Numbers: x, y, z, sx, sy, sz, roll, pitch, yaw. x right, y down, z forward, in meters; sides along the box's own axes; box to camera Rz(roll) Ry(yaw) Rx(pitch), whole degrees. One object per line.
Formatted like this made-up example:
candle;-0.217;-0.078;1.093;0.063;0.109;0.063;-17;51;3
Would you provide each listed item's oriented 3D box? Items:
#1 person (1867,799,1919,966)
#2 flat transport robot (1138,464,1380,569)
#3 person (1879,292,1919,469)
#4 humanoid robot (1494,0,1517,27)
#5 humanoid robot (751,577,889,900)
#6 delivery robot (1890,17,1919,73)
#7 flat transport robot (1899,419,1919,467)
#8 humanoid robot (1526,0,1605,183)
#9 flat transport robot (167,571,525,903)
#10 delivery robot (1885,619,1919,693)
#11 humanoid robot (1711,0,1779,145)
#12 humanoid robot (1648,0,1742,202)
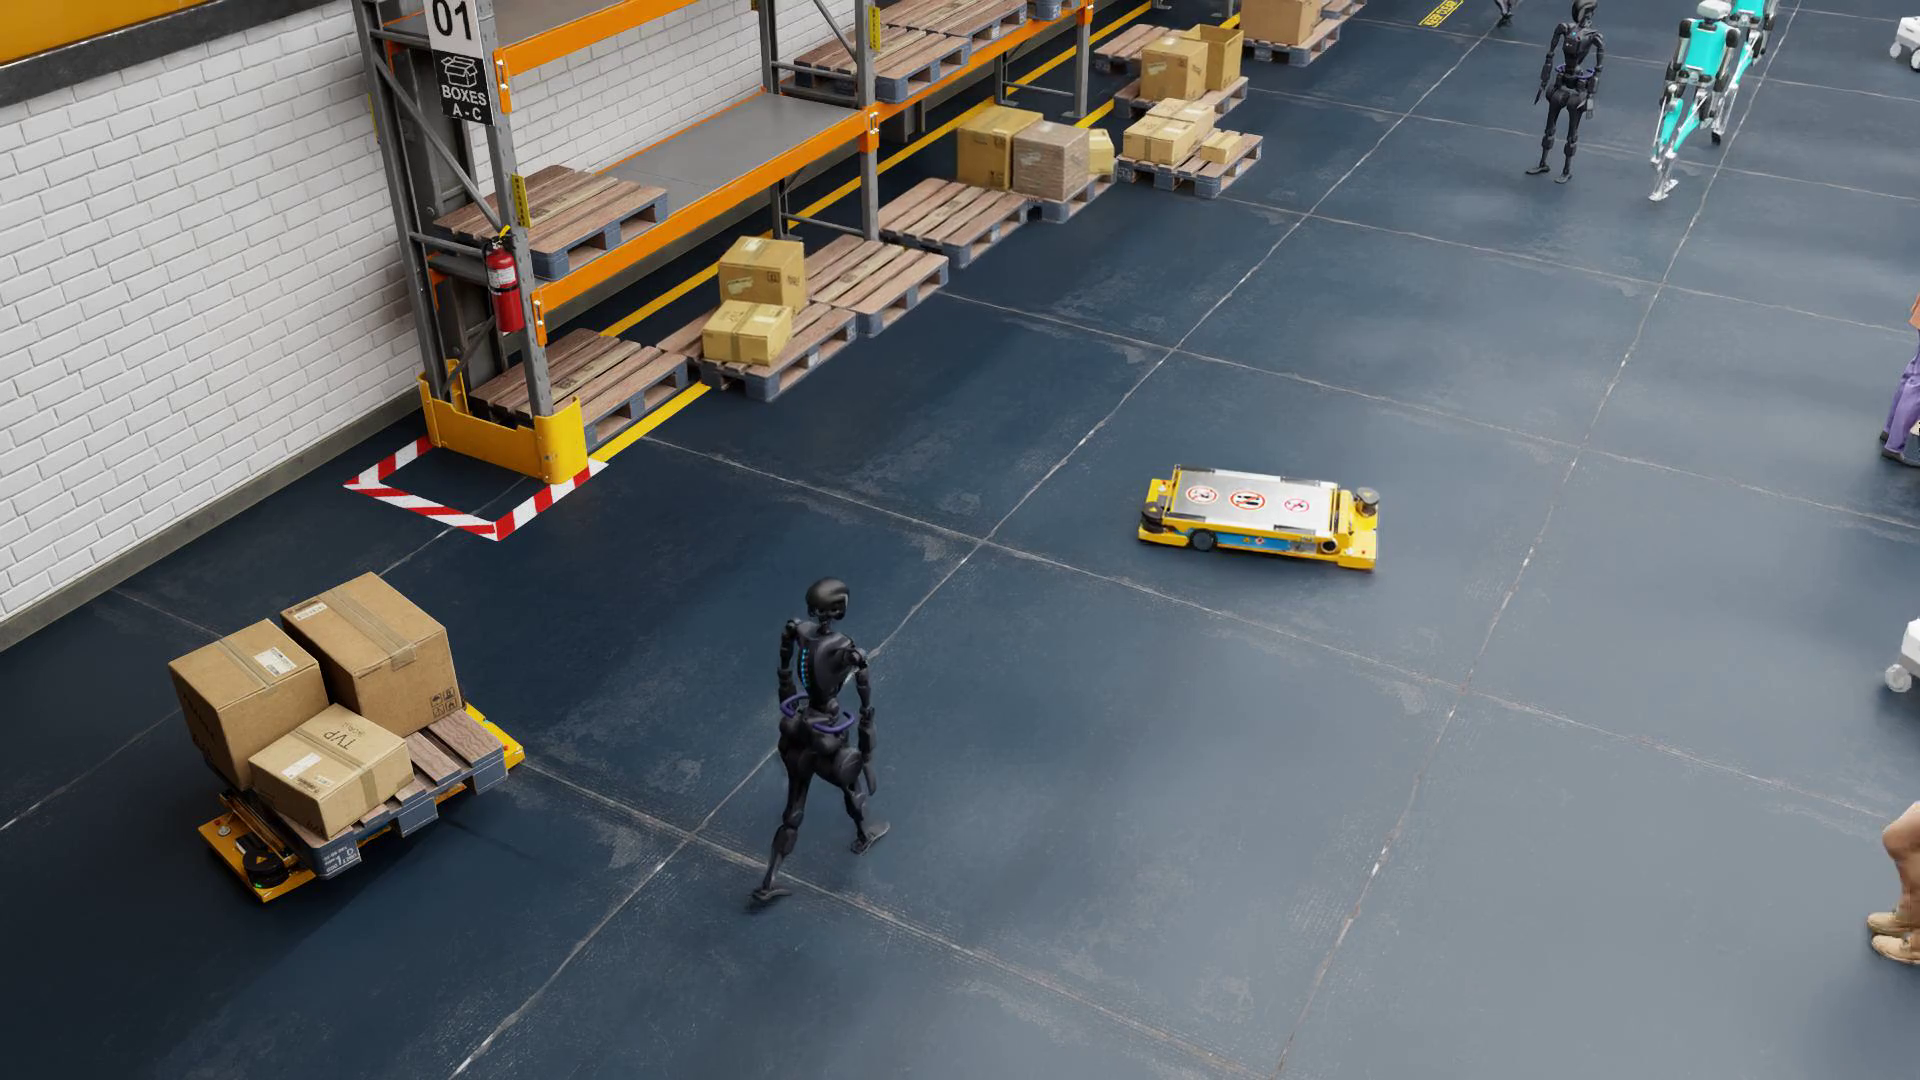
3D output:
person;4.235;1.147;7.086;0.450;1.730;0.507;12;35;18
flat transport robot;1.870;-0.151;10.376;1.431;0.231;0.659;7;34;11
person;6.366;-1.375;10.795;0.390;1.849;0.564;15;36;21
humanoid robot;6.365;-6.697;19.002;0.593;1.640;0.442;-4;34;-6
humanoid robot;-0.659;0.921;7.545;0.590;1.643;0.785;22;39;30
delivery robot;10.553;-5.418;18.091;0.499;0.601;0.775;-5;34;-8
flat transport robot;6.835;-0.401;10.754;0.659;0.231;1.431;27;42;35
humanoid robot;5.503;-4.061;15.006;0.315;1.653;0.599;-24;40;-31
flat transport robot;-2.971;1.223;8.297;0.659;0.231;1.431;28;43;35
delivery robot;5.357;0.719;8.789;0.499;0.582;0.773;-13;36;-19
humanoid robot;7.393;-4.662;15.892;0.533;1.769;0.978;18;37;25
humanoid robot;6.258;-3.743;14.489;0.884;1.769;0.532;-27;42;-35
